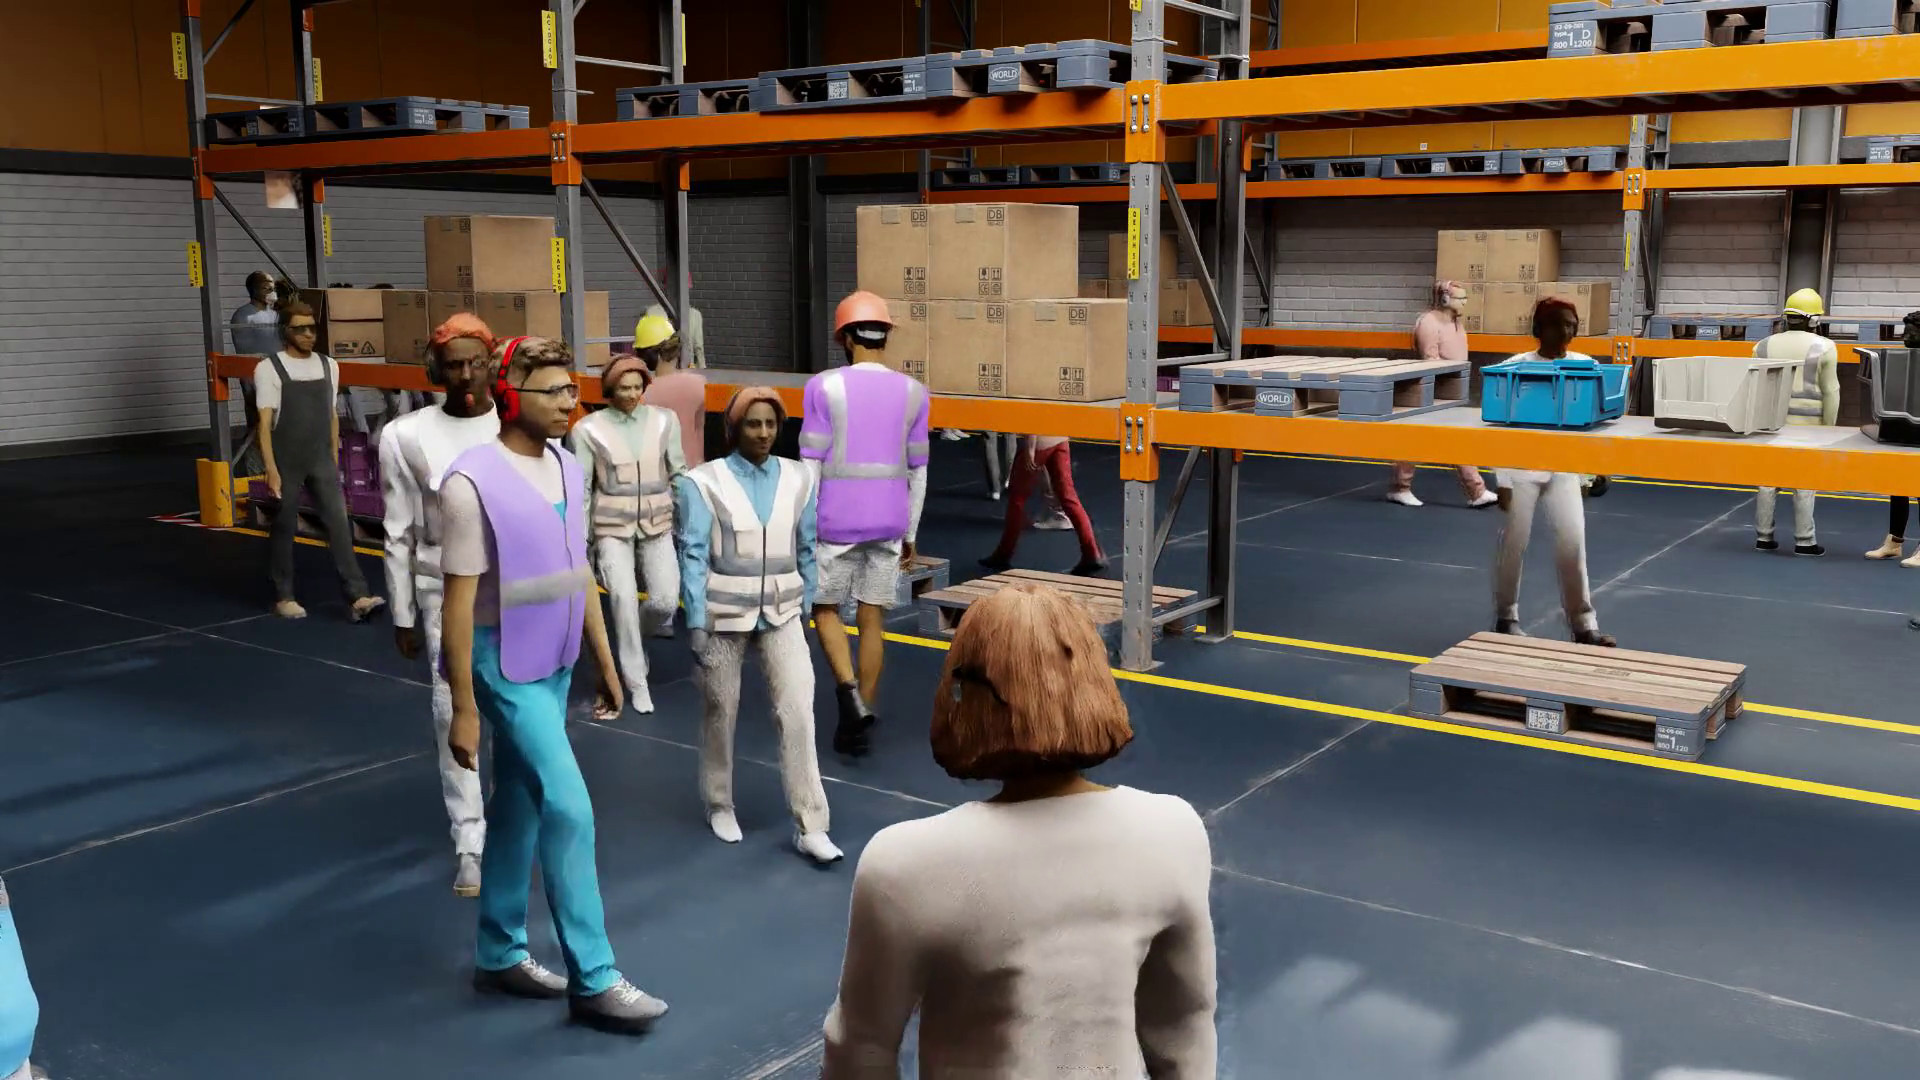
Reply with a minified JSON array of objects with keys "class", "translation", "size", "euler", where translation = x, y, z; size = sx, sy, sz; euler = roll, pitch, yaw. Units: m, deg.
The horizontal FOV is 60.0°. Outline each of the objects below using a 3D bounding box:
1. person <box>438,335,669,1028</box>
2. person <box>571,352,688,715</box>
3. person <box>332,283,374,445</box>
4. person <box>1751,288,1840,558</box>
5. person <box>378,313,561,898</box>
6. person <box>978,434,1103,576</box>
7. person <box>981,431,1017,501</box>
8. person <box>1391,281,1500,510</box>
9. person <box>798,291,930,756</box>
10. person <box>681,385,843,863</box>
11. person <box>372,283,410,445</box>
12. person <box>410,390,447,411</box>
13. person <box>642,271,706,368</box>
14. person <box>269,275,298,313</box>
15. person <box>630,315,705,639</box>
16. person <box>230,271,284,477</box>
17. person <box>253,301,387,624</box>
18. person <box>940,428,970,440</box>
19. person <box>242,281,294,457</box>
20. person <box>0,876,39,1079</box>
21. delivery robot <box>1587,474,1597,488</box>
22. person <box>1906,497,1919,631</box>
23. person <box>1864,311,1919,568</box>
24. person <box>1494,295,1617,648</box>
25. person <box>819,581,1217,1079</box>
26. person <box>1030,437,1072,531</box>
[{"class":"person","translation":[-1.026,0.380,4.407],"size":[0.762,1.820,0.597],"euler":[2,10,12]},{"class":"person","translation":[-1.491,-0.046,7.522],"size":[0.555,1.620,0.509],"euler":[-5,11,-27]},{"class":"person","translation":[-5.976,-1.564,16.077],"size":[1.024,1.801,0.552],"euler":[2,10,13]},{"class":"person","translation":[5.717,-0.795,11.390],"size":[0.404,1.835,0.586],"euler":[-7,12,-37]},{"class":"person","translation":[-1.601,0.179,5.521],"size":[0.593,1.864,0.718],"euler":[-3,10,-20]},{"class":"person","translation":[0.551,-0.624,10.709],"size":[0.916,1.727,0.534],"euler":[8,12,39]},{"class":"person","translation":[0.305,-1.289,14.145],"size":[0.585,1.901,0.598],"euler":[0,10,-2]},{"class":"person","translation":[3.960,-1.165,13.514],"size":[0.658,1.854,0.982],"euler":[-9,13,-42]},{"class":"person","translation":[-0.402,-0.054,6.786],"size":[0.600,1.896,0.555],"euler":[-4,10,-22]},{"class":"person","translation":[-0.679,0.294,5.596],"size":[0.537,1.603,0.790],"euler":[-5,11,-27]},{"class":"person","translation":[-5.622,-1.630,16.456],"size":[0.488,1.807,0.675],"euler":[-4,10,-24]},{"class":"person","translation":[-4.108,-1.163,13.422],"size":[0.713,1.890,0.679],"euler":[4,10,22]},{"class":"person","translation":[-2.519,-1.422,14.668],"size":[0.628,1.978,0.466],"euler":[-9,13,-42]},{"class":"person","translation":[-6.822,-1.762,16.994],"size":[0.598,1.889,0.751],"euler":[-3,10,-19]},{"class":"person","translation":[-1.474,-0.308,8.748],"size":[0.623,1.739,0.534],"euler":[8,12,39]},{"class":"person","translation":[-5.793,-1.264,13.873],"size":[0.372,1.940,0.627],"euler":[1,10,6]},{"class":"person","translation":[-3.601,-0.412,9.222],"size":[0.928,1.793,0.524],"euler":[9,13,42]},{"class":"person","translation":[-0.040,-2.005,18.870],"size":[0.319,1.741,0.492],"euler":[4,10,22]},{"class":"person","translation":[-6.726,-1.657,16.571],"size":[0.499,1.820,0.925],"euler":[6,11,33]},{"class":"person","translation":[-1.577,0.770,2.495],"size":[0.534,1.694,0.321],"euler":[9,13,43]},{"class":"delivery robot","translation":[5.151,-0.695,14.315],"size":[0.477,0.478,0.707],"euler":[-7,12,-38]},{"class":"person","translation":[5.389,-0.382,8.994],"size":[0.599,1.818,0.416],"euler":[-9,13,-43]},{"class":"person","translation":[6.307,-0.662,11.003],"size":[0.317,1.695,0.540],"euler":[-2,10,-13]},{"class":"person","translation":[3.028,-0.311,8.495],"size":[0.592,1.835,0.920],"euler":[-1,10,-6]},{"class":"person","translation":[0.050,0.851,2.262],"size":[0.512,1.608,0.702],"euler":[-5,11,-29]},{"class":"person","translation":[0.632,-1.005,12.466],"size":[0.542,1.886,0.680],"euler":[3,10,19]}]
